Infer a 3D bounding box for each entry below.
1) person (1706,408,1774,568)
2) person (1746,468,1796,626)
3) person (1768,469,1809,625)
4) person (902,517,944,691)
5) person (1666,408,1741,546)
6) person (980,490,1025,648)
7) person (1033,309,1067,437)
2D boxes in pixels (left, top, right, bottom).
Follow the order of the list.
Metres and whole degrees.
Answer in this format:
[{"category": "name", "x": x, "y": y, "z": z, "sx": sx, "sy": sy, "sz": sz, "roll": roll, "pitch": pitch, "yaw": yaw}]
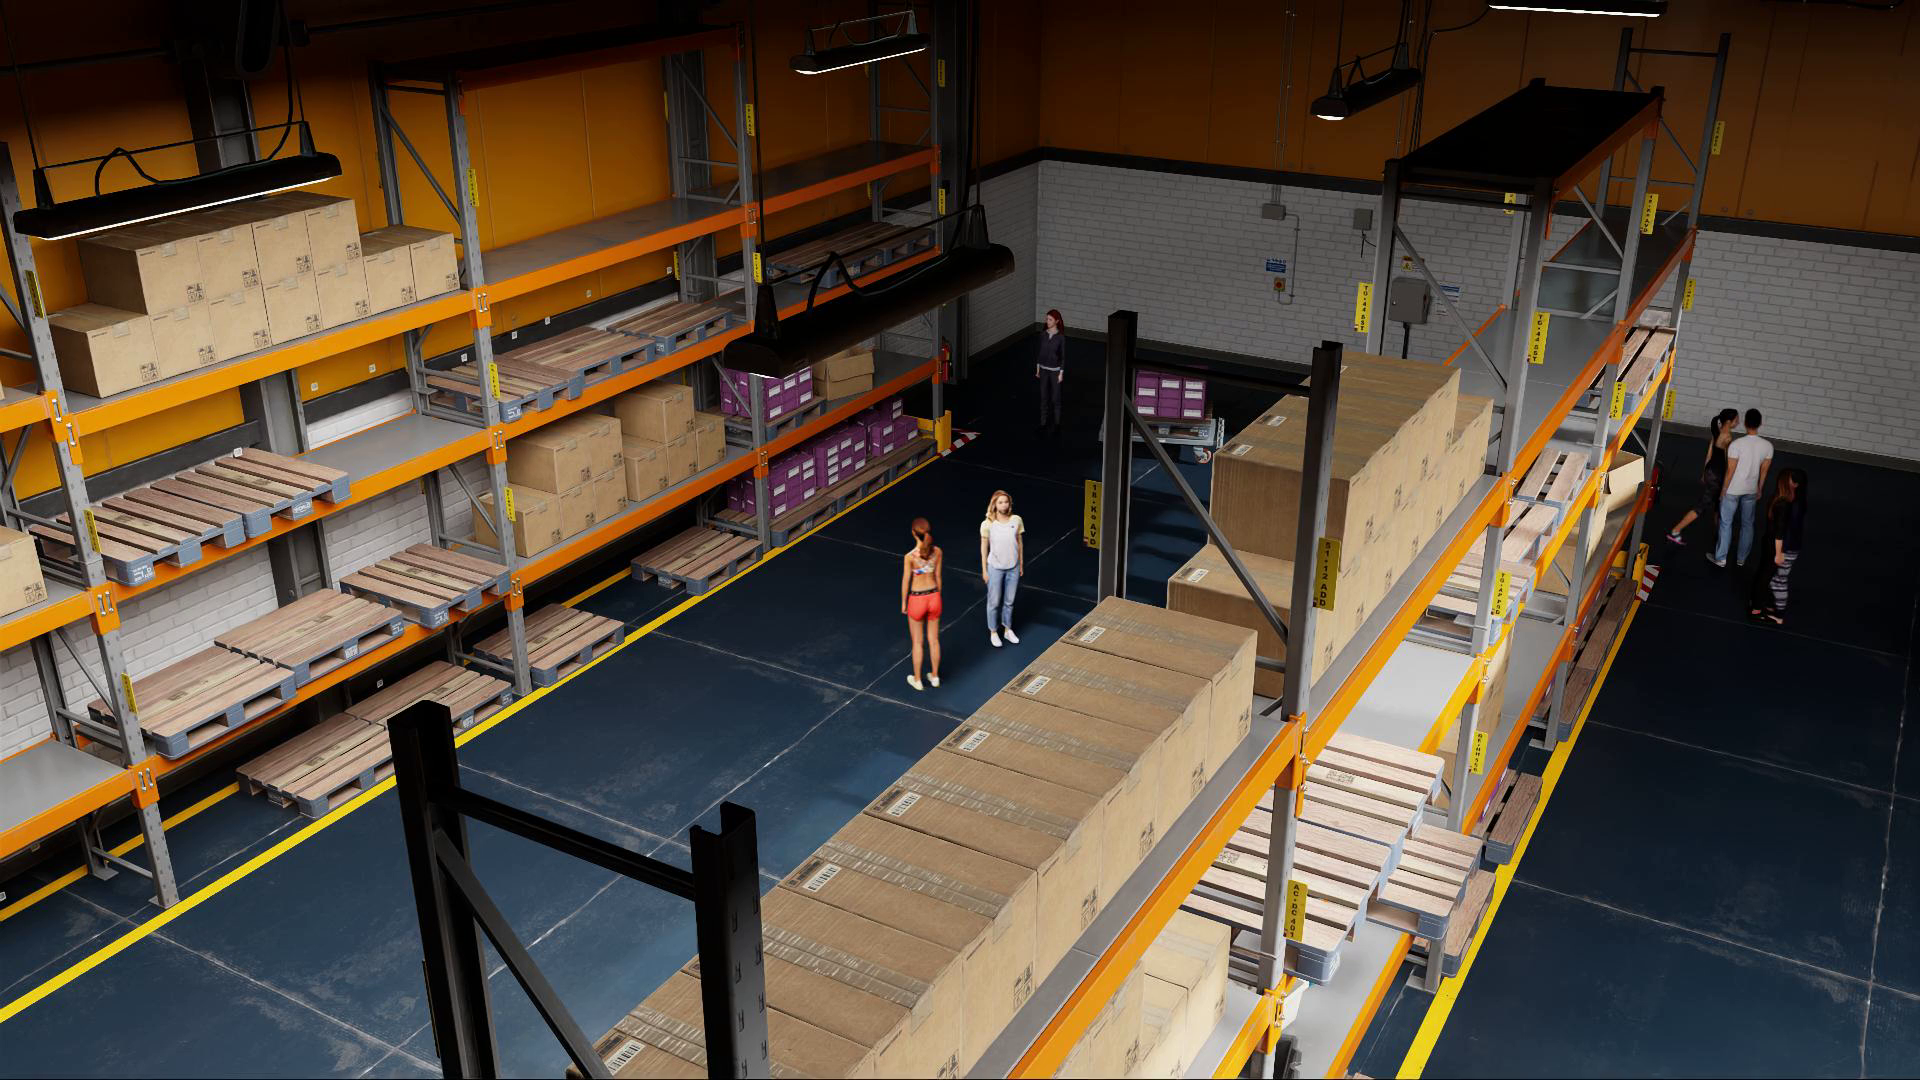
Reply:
[{"category": "person", "x": 8.895, "y": -0.592, "z": 18.928, "sx": 0.753, "sy": 1.862, "sz": 0.755, "roll": -1, "pitch": 24, "yaw": -3}, {"category": "person", "x": 8.633, "y": 0.041, "z": 17.666, "sx": 0.695, "sy": 1.712, "sz": 0.520, "roll": 8, "pitch": 25, "yaw": 17}, {"category": "person", "x": 8.761, "y": 0.058, "z": 17.606, "sx": 0.667, "sy": 1.729, "sz": 0.452, "roll": 11, "pitch": 26, "yaw": 24}, {"category": "person", "x": -0.335, "y": 0.622, "z": 16.242, "sx": 0.656, "sy": 1.789, "sz": 0.733, "roll": -10, "pitch": 25, "yaw": -21}, {"category": "person", "x": 8.712, "y": -0.699, "z": 19.380, "sx": 0.958, "sy": 1.696, "sz": 1.091, "roll": 1, "pitch": 24, "yaw": 1}, {"category": "person", "x": 0.427, "y": 0.277, "z": 17.113, "sx": 0.684, "sy": 1.723, "sz": 0.767, "roll": -9, "pitch": 25, "yaw": -19}, {"category": "person", "x": 1.261, "y": -2.324, "z": 22.991, "sx": 0.594, "sy": 1.780, "sz": 0.533, "roll": 16, "pitch": 28, "yaw": 33}]
